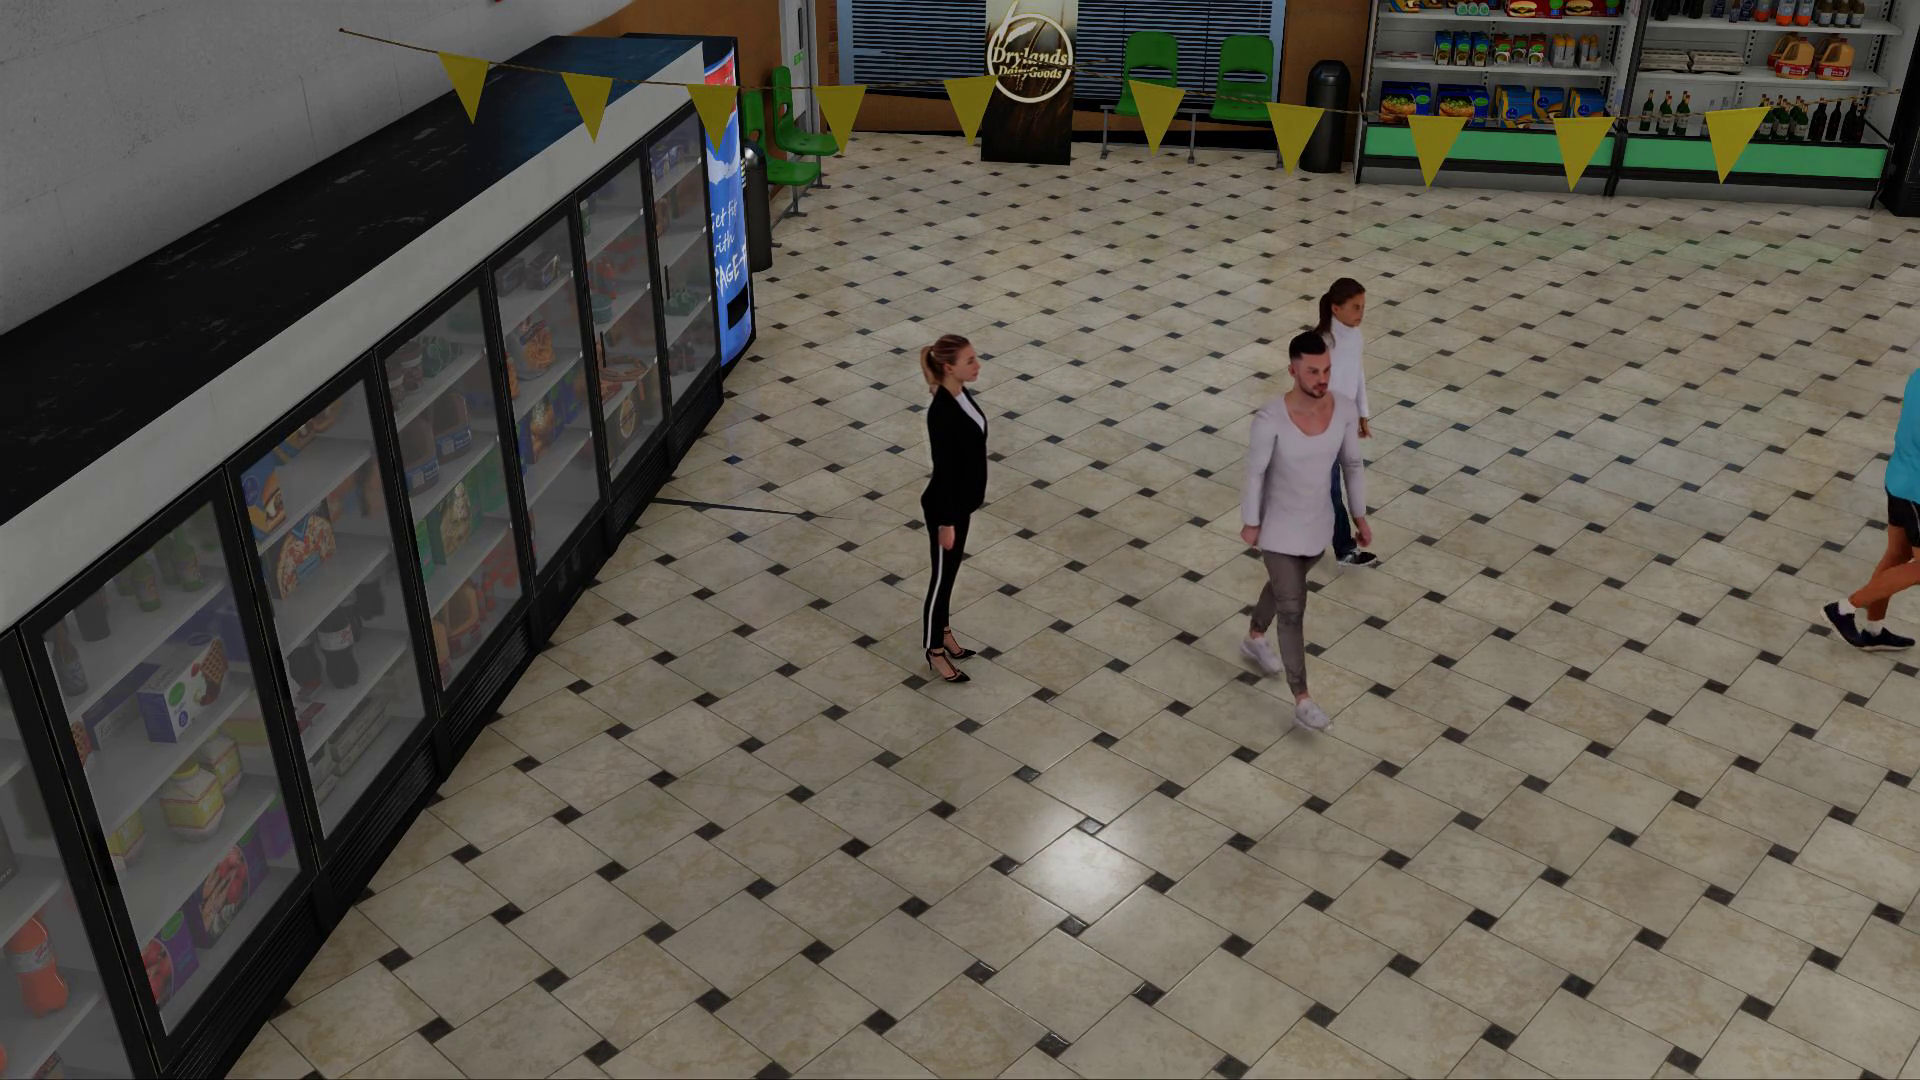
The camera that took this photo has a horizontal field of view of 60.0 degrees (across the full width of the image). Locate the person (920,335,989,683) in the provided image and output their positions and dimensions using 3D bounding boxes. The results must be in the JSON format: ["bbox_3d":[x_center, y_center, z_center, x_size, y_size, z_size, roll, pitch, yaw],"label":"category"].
[{"bbox_3d":[-0.050,-0.145,7.653,0.518,1.706,0.598,6,29,10],"label":"person"}]

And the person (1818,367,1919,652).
[{"bbox_3d":[4.384,-0.236,7.755,0.711,1.769,0.622,5,29,9],"label":"person"}]

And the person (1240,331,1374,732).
[{"bbox_3d":[1.474,-0.105,7.489,1.172,1.793,1.140,-12,31,-21],"label":"person"}]
